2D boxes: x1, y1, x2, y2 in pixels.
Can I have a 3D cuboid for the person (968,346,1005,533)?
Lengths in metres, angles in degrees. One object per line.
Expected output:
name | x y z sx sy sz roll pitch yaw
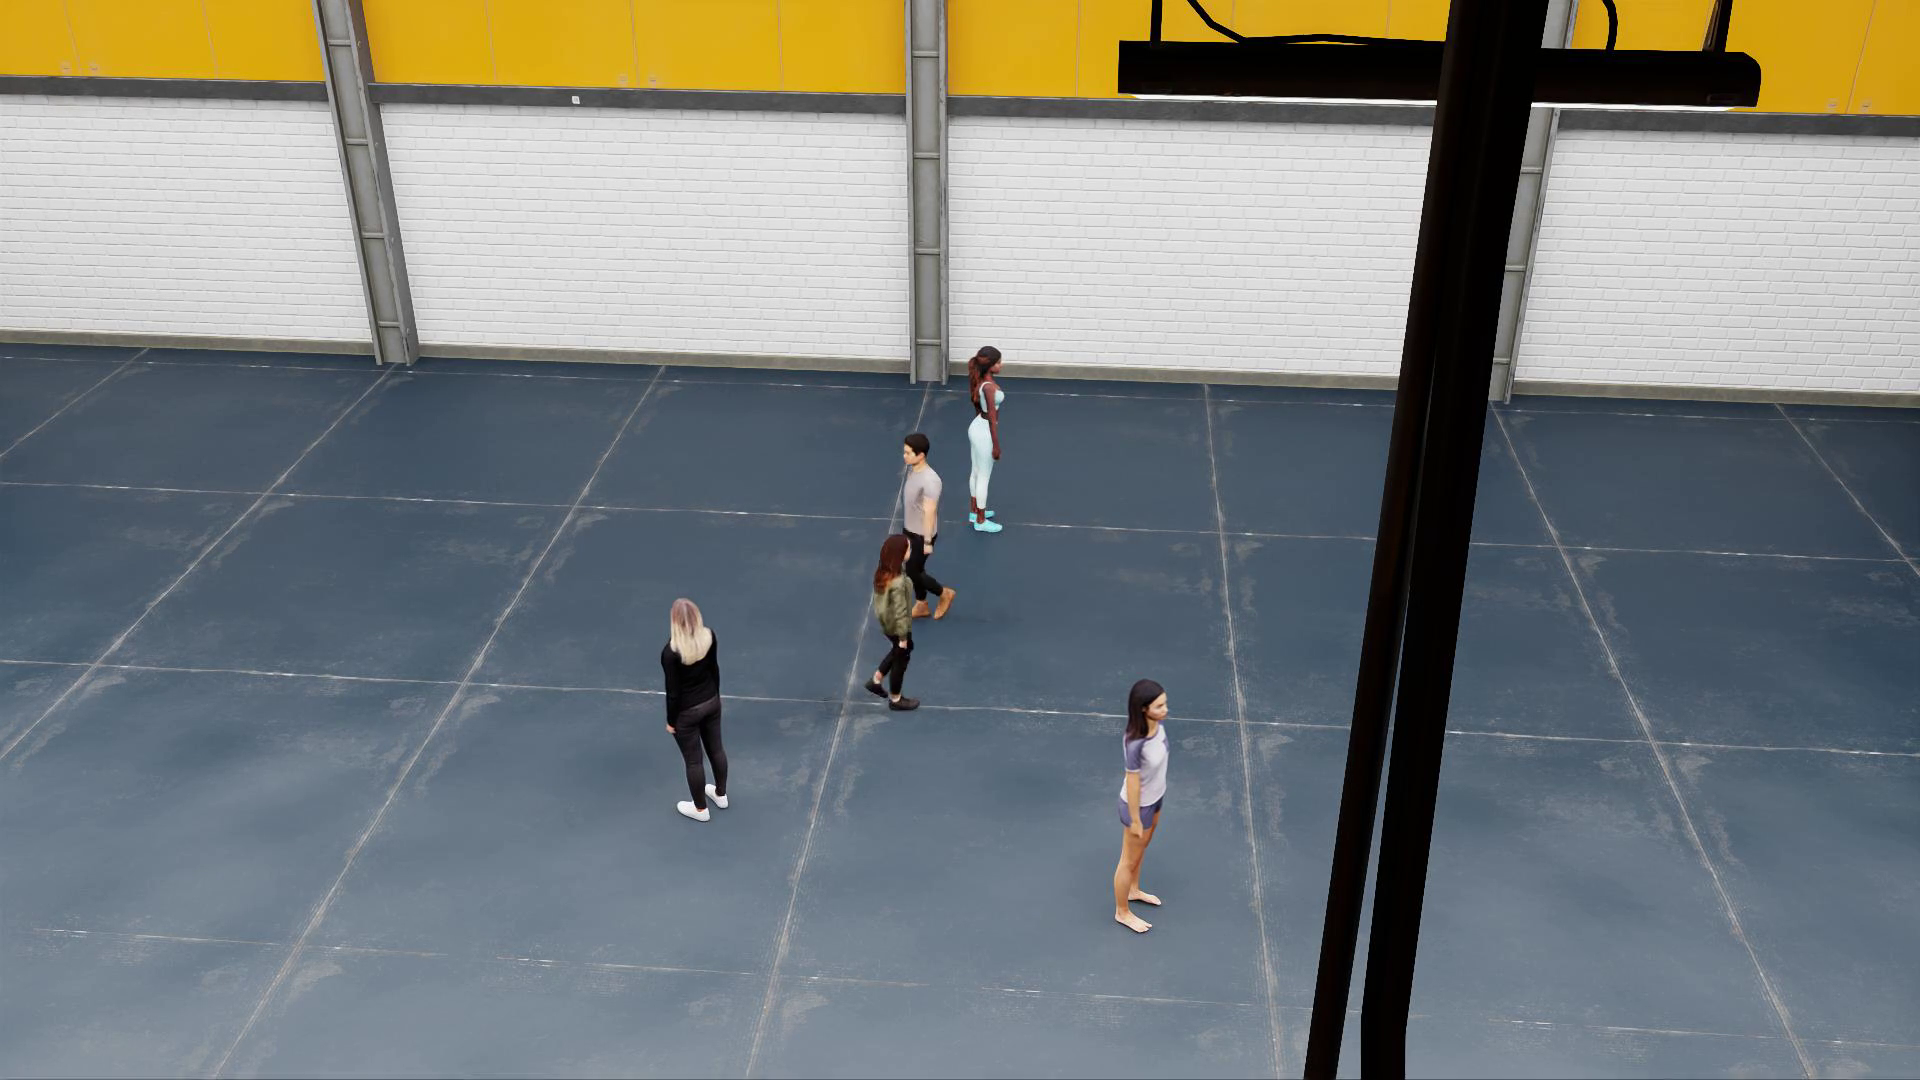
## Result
person | 0.214 -0.915 14.851 0.638 1.726 0.633 -7 29 -13

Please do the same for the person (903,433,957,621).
person | -0.241 -0.088 13.361 0.825 1.702 0.760 -9 30 -16

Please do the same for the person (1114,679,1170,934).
person | 1.117 1.603 10.227 0.615 1.734 0.645 12 31 21

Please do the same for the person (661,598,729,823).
person | -1.767 1.137 11.132 0.730 1.685 0.689 25 37 38

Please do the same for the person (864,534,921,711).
person | -0.540 0.625 12.300 0.729 1.466 0.698 -6 29 -10
